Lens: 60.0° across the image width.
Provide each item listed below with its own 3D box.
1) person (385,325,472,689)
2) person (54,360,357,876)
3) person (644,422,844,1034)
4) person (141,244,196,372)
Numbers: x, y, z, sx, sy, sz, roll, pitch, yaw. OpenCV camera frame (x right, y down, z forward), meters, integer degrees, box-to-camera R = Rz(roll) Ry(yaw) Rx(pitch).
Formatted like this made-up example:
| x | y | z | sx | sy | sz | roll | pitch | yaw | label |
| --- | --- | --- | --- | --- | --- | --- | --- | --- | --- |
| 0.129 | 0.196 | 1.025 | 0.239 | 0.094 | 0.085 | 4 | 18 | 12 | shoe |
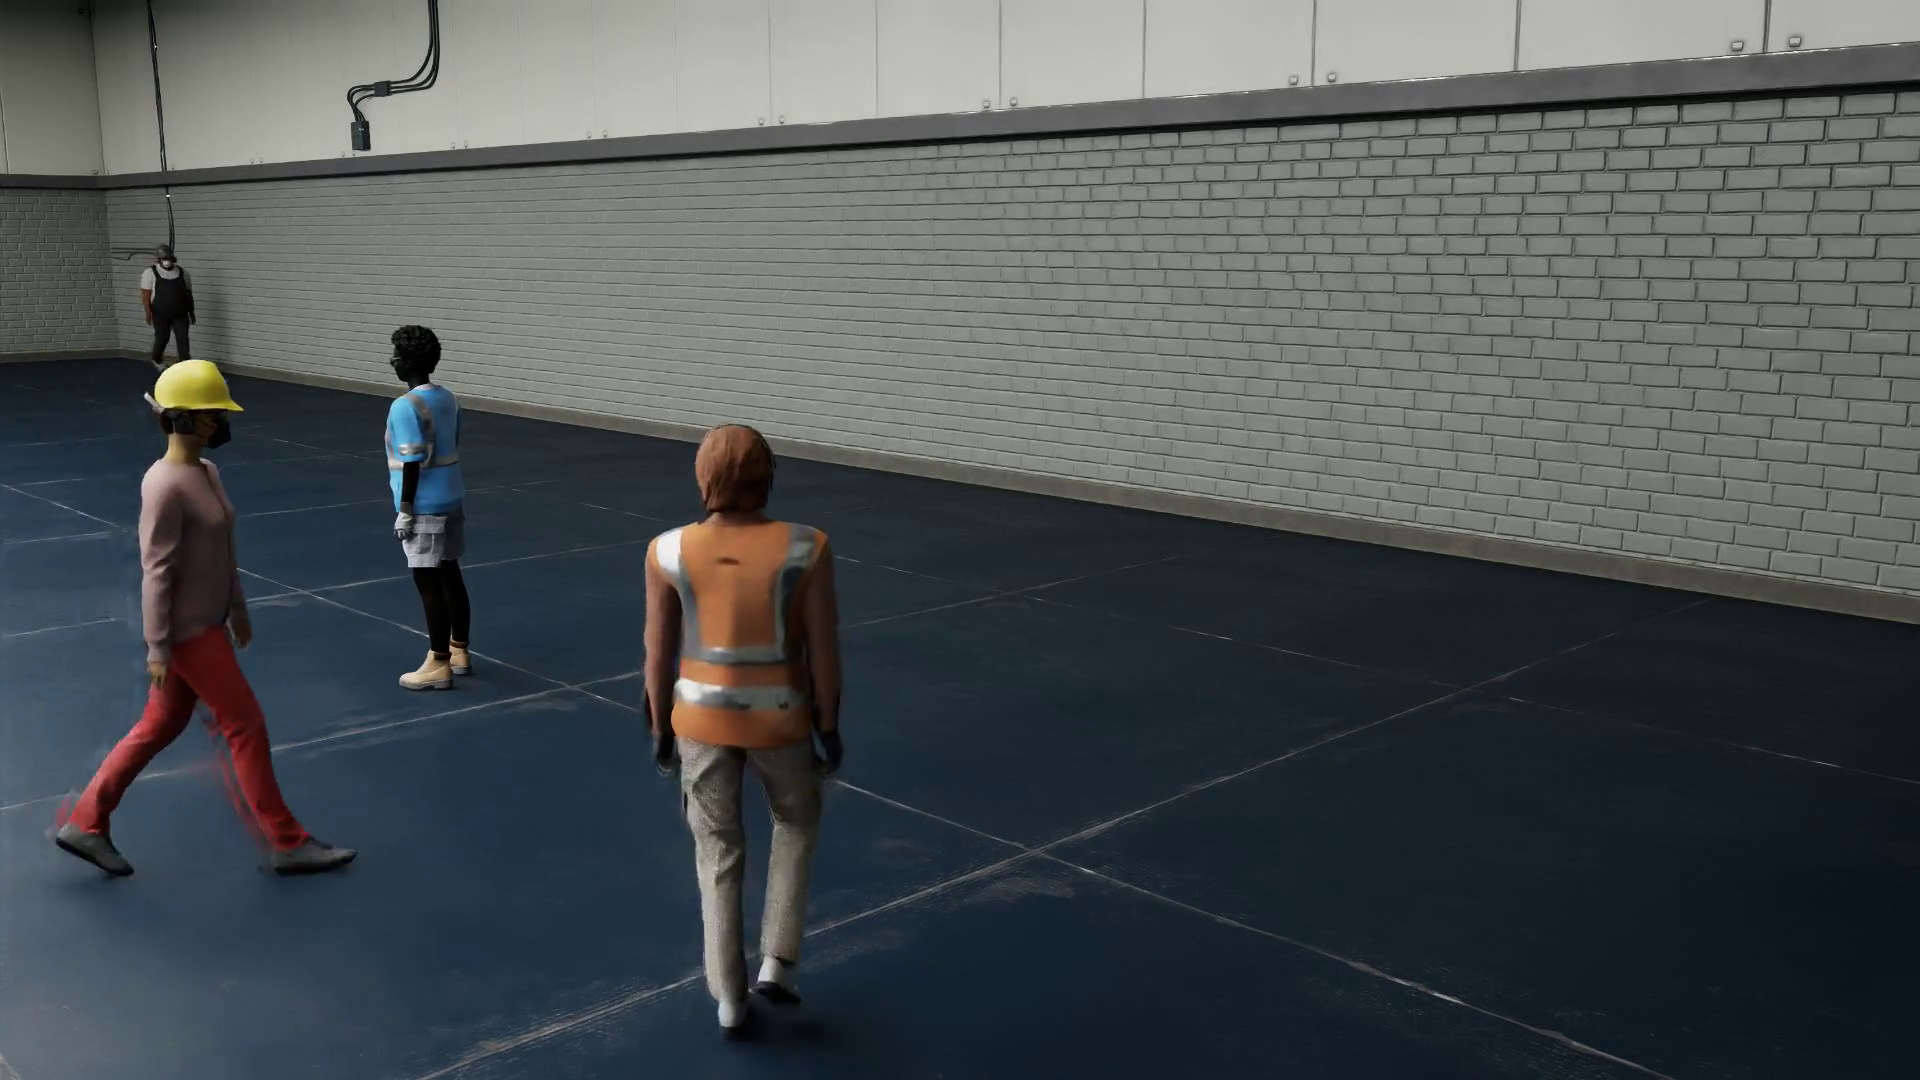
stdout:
| x | y | z | sx | sy | sz | roll | pitch | yaw | label |
| --- | --- | --- | --- | --- | --- | --- | --- | --- | --- |
| -2.508 | -0.158 | 7.826 | 0.316 | 1.695 | 0.540 | 1 | 10 | 6 | person |
| -2.556 | 0.270 | 5.437 | 0.931 | 1.720 | 0.531 | -2 | 11 | -11 | person |
| -0.575 | 0.499 | 4.421 | 0.534 | 1.622 | 0.379 | 0 | 10 | 1 | person |
| -11.931 | -3.470 | 25.064 | 0.711 | 2.000 | 0.851 | -8 | 13 | -36 | person |
